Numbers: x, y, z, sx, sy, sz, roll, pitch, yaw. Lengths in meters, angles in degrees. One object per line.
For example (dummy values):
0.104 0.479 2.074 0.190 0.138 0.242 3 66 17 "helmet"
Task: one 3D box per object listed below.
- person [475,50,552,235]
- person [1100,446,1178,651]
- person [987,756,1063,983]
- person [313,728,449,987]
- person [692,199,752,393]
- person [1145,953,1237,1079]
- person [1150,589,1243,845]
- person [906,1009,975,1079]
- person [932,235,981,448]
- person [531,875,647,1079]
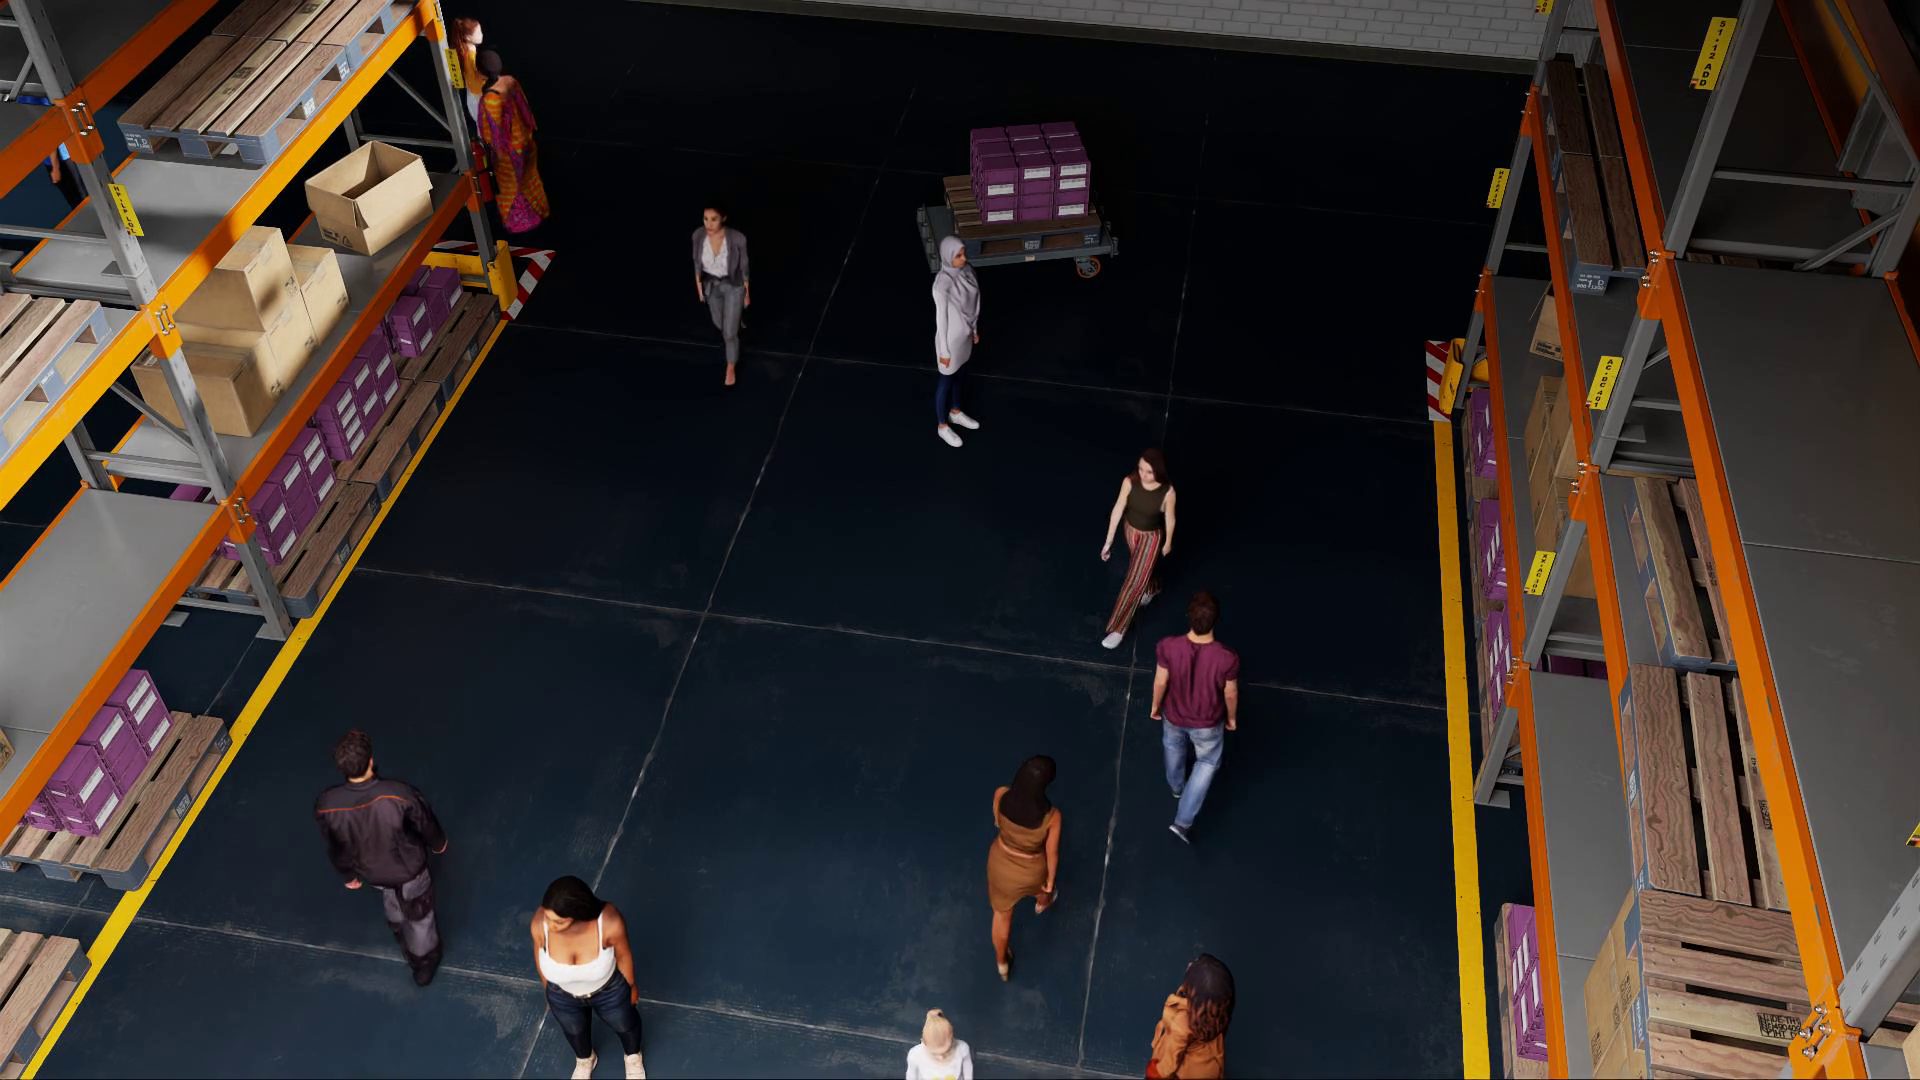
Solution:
-3.984 -3.554 14.722 0.761 1.653 0.564 4 44 5 "person"
1.259 -0.063 11.160 0.850 1.511 1.133 25 49 24 "person"
0.312 1.846 9.051 0.699 1.657 0.958 11 45 11 "person"
-3.066 1.783 8.919 0.783 1.930 0.787 -2 44 -2 "person"
-1.816 -1.994 13.082 0.651 1.657 0.977 10 45 11 "person"
1.146 2.567 8.249 0.741 1.719 0.838 -34 53 -30 "person"
1.365 1.051 9.758 0.782 1.832 1.028 14 45 14 "person"
-0.107 2.723 8.416 0.662 1.263 0.866 -6 44 -6 "person"
-0.046 -1.516 12.493 0.743 1.776 0.604 25 49 24 "person"
-1.896 2.256 8.511 0.678 1.807 0.656 0 44 -1 "person"
